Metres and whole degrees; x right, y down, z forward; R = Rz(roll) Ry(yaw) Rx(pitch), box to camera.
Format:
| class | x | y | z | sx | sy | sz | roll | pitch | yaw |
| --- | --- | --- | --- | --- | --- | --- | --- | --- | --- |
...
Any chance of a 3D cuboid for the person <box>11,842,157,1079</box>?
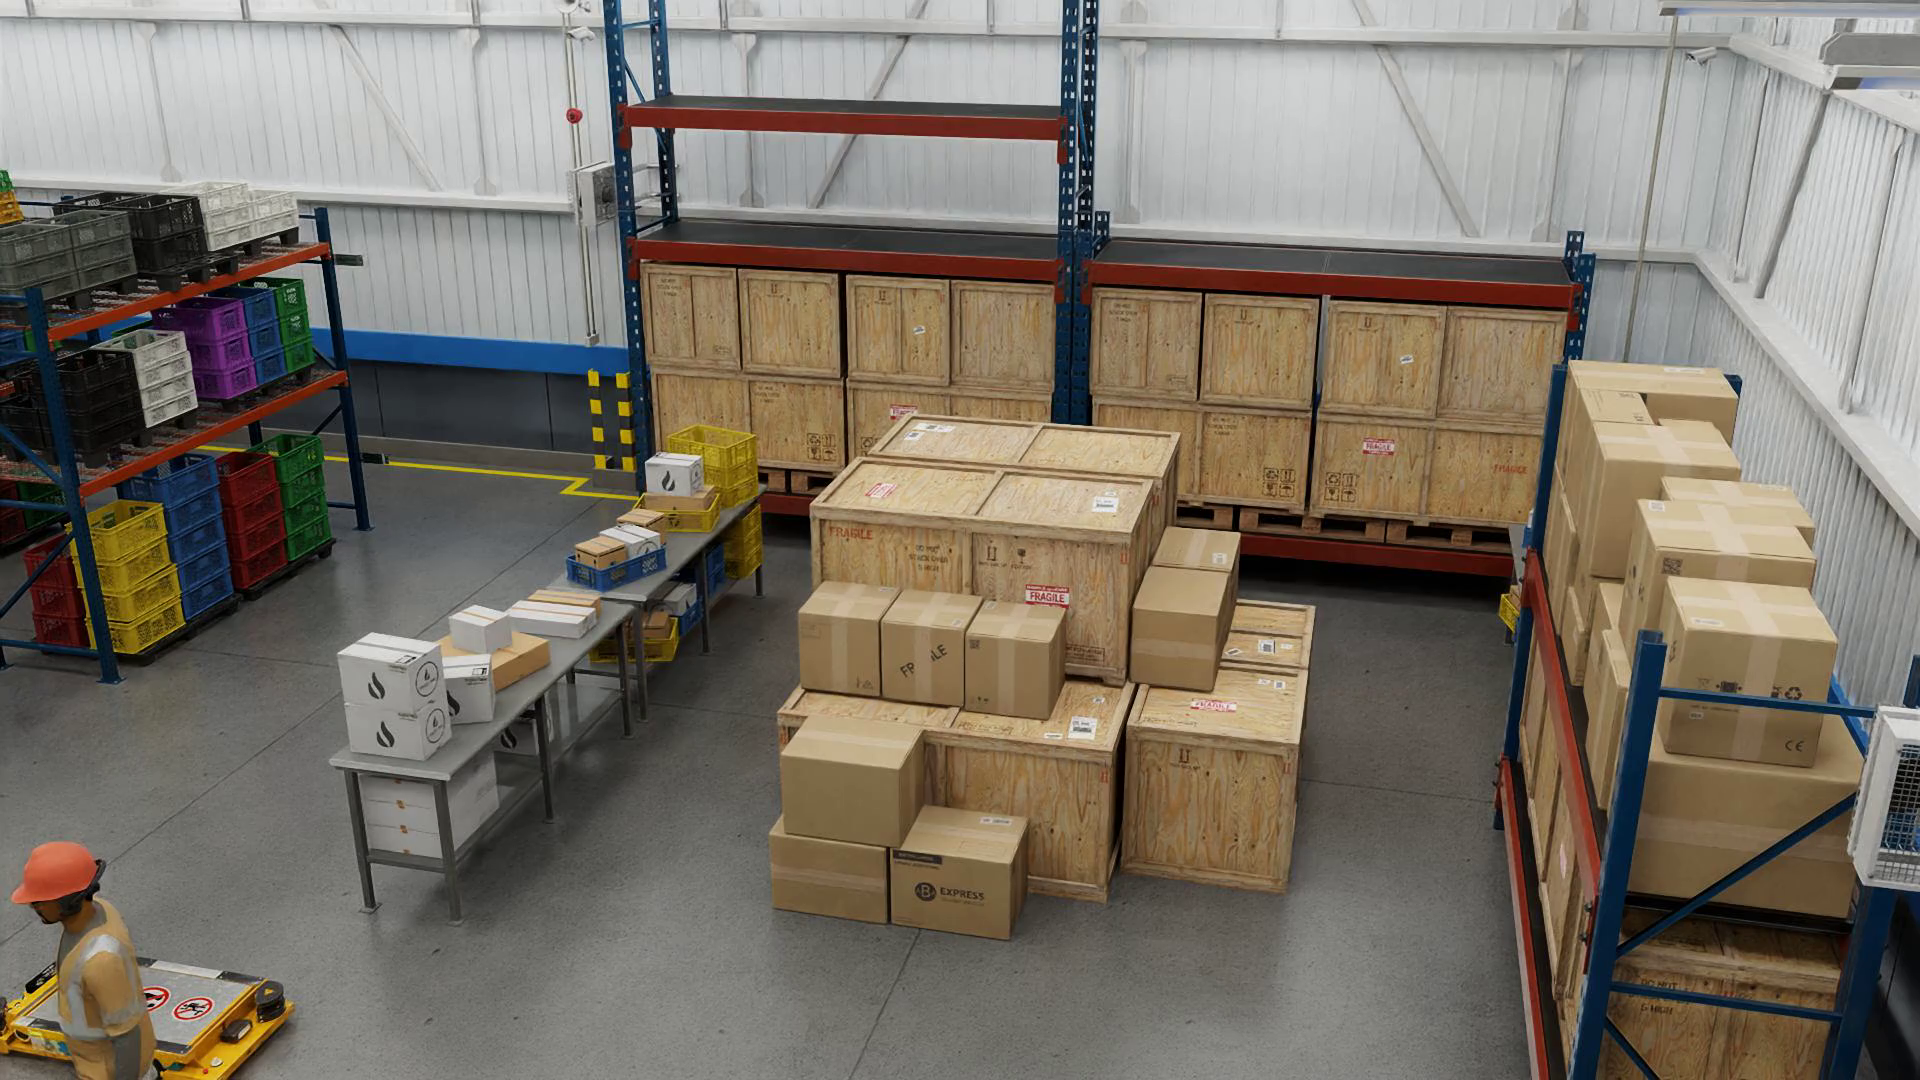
| class | x | y | z | sx | sy | sz | roll | pitch | yaw |
| --- | --- | --- | --- | --- | --- | --- | --- | --- | --- |
| person | -3.562 | 2.155 | 6.926 | 0.391 | 2.040 | 0.613 | -14 | 25 | -32 |

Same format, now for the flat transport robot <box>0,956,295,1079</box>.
| class | x | y | z | sx | sy | sz | roll | pitch | yaw |
| --- | --- | --- | --- | --- | --- | --- | --- | --- | --- |
| flat transport robot | -4.270 | 2.464 | 8.601 | 1.431 | 0.231 | 0.659 | 5 | 22 | 13 |
